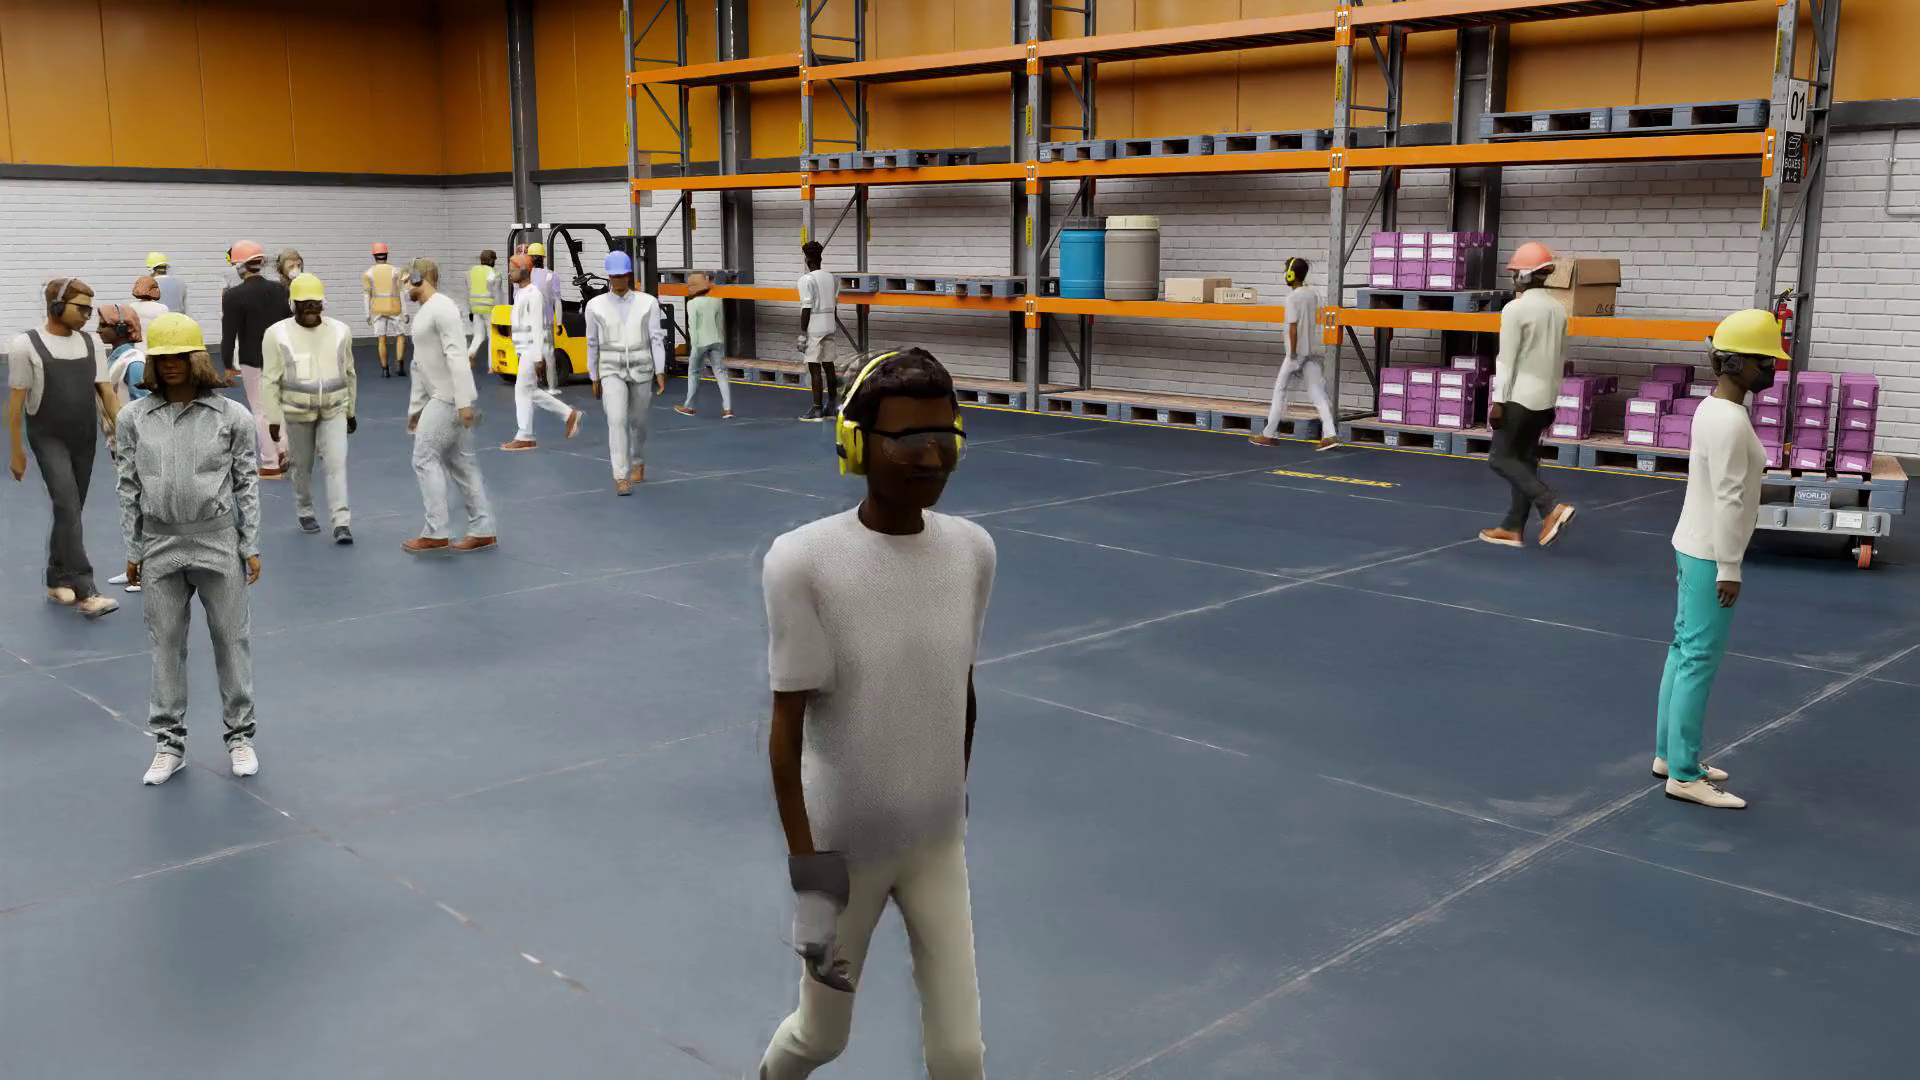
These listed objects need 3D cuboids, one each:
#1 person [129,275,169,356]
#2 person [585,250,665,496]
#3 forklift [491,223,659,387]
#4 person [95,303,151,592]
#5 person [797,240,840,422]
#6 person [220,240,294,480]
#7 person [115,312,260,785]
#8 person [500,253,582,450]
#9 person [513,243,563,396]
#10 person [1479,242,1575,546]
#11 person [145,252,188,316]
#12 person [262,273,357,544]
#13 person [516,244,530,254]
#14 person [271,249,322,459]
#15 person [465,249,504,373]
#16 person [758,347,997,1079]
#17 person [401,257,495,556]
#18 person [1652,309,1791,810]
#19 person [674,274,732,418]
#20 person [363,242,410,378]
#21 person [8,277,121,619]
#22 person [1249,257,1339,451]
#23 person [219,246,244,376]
[{"bbox_3d":[-7.958,-1.786,16.396,0.498,1.632,0.278,2,11,9],"label":"person"},{"bbox_3d":[-2.667,-1.350,13.270,0.599,1.912,0.971,-3,11,-16],"label":"person"},{"bbox_3d":[-5.316,-3.263,22.920,2.313,2.155,1.214,-10,14,-44],"label":"forklift"},{"bbox_3d":[-4.737,-0.527,9.507,0.311,1.642,0.513,-9,14,-40],"label":"person"},{"bbox_3d":[-1.556,-2.272,18.148,0.374,1.962,0.608,7,13,35],"label":"person"},{"bbox_3d":[-5.796,-1.478,13.764,0.434,1.978,0.648,7,12,32],"label":"person"},{"bbox_3d":[-2.846,0.035,6.164,0.483,1.745,0.301,-3,11,-15],"label":"person"},{"bbox_3d":[-4.006,-1.781,15.775,0.733,1.864,0.570,-5,11,-24],"label":"person"},{"bbox_3d":[-5.327,-2.782,21.033,0.594,1.922,0.384,-1,10,-7],"label":"person"},{"bbox_3d":[3.676,-0.907,10.657,0.636,1.981,0.625,-8,13,-38],"label":"person"},{"bbox_3d":[-9.496,-2.514,19.852,0.469,1.822,0.613,8,13,37],"label":"person"},{"bbox_3d":[-4.308,-0.873,11.052,0.617,1.782,0.912,-7,12,-32],"label":"person"},{"bbox_3d":[-6.215,-3.268,23.760,0.403,1.900,0.636,-5,11,-24],"label":"person"},{"bbox_3d":[-5.958,-1.654,14.961,0.623,1.888,0.963,-9,14,-41],"label":"person"},{"bbox_3d":[-6.950,-3.329,24.304,0.637,1.820,0.568,3,11,17],"label":"person"},{"bbox_3d":[-0.175,0.548,3.137,0.506,1.839,0.886,-6,12,-28],"label":"person"},{"bbox_3d":[-3.329,-0.839,10.560,0.676,1.884,0.714,-4,11,-21],"label":"person"},{"bbox_3d":[2.729,0.062,5.961,0.327,1.765,0.528,3,11,16],"label":"person"},{"bbox_3d":[-2.867,-2.149,18.485,0.835,1.583,0.528,8,13,37],"label":"person"},{"bbox_3d":[-8.106,-3.242,23.522,0.606,1.925,0.415,-2,11,-12],"label":"person"},{"bbox_3d":[-4.728,-0.491,8.896,0.893,1.789,0.516,5,12,26],"label":"person"},{"bbox_3d":[3.220,-1.753,15.742,0.508,1.830,0.995,-9,14,-39],"label":"person"},{"bbox_3d":[-10.406,-3.298,23.997,0.538,1.869,0.312,-10,14,-44],"label":"person"}]
